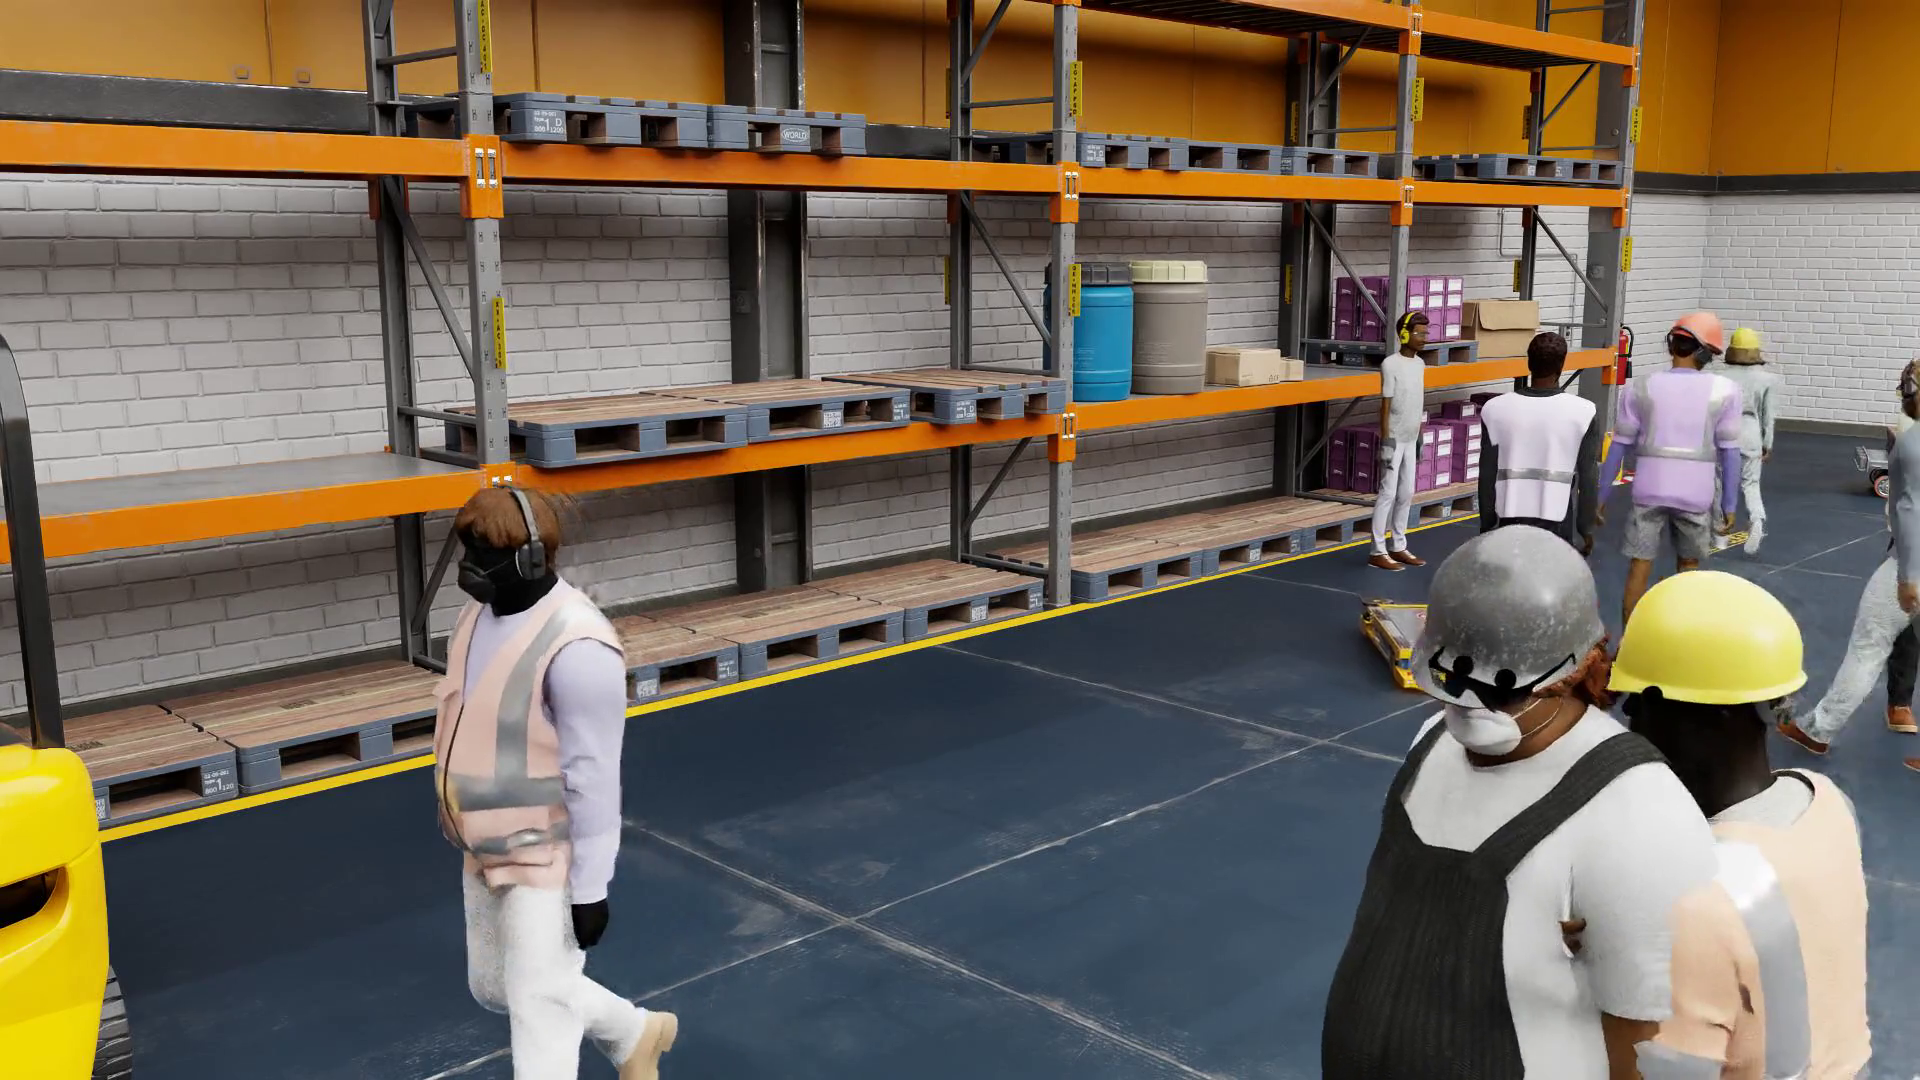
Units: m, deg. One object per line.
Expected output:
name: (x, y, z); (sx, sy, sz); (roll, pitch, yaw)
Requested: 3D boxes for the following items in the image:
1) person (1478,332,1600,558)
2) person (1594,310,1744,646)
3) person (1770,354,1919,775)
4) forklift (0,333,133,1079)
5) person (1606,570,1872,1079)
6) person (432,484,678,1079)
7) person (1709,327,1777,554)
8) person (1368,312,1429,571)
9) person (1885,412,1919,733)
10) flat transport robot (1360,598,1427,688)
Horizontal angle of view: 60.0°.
person: (2.957, -0.103, 8.547); (0.591, 1.917, 0.390); (5, 12, 27)
person: (3.834, -0.233, 9.043); (0.721, 2.007, 0.476); (4, 11, 23)
person: (4.241, 0.112, 7.487); (0.651, 1.875, 0.895); (-8, 13, -39)
forklift: (-3.289, 0.485, 4.582); (1.214, 2.155, 2.313); (-10, 14, -44)
person: (1.145, 0.989, 2.585); (0.638, 1.910, 0.642); (9, 14, 41)
person: (-1.000, 0.752, 4.120); (0.623, 1.827, 0.643); (-9, 14, -41)
person: (5.899, -0.745, 12.578); (0.485, 1.720, 0.698); (2, 11, 11)
person: (3.199, -0.712, 12.030); (0.513, 1.861, 0.322); (-9, 14, -41)
person: (4.799, -0.045, 8.014); (0.623, 1.993, 0.384); (1, 10, 7)
flat transport robot: (2.697, 0.571, 9.360); (0.652, 0.197, 1.431); (1, 10, 4)
